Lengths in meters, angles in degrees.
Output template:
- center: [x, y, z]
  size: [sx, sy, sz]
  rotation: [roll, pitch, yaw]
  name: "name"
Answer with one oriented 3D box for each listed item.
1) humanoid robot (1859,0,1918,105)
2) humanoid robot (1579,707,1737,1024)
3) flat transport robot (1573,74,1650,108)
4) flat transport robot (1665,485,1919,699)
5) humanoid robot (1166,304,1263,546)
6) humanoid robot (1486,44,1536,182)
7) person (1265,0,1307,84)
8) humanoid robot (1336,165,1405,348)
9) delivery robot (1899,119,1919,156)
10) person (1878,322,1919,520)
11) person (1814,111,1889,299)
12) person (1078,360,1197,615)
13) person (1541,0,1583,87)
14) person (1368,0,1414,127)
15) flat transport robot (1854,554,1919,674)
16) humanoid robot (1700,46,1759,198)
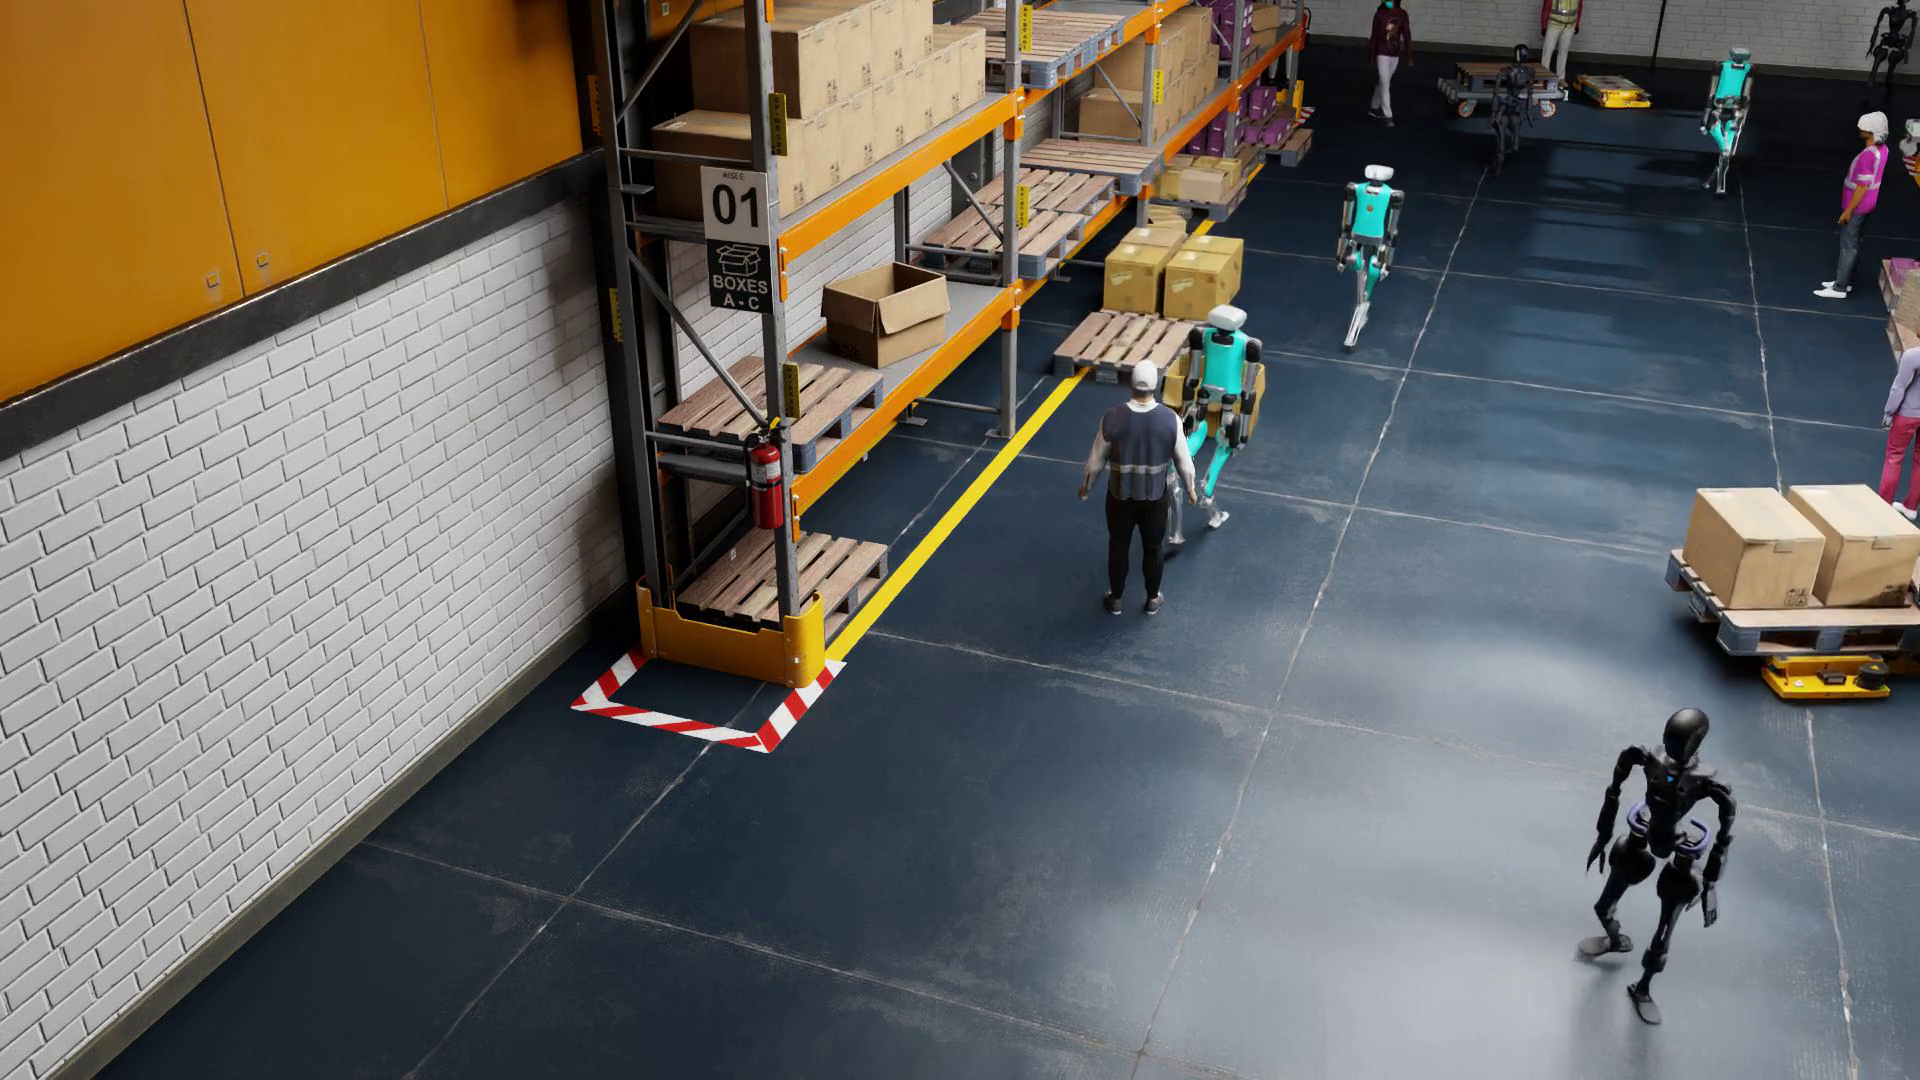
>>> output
- center: [13.529, -7.162, 24.165]
  size: [0.590, 1.651, 0.703]
  rotation: [24, 36, 39]
  name: "humanoid robot"
- center: [3.167, 1.406, 7.496]
  size: [0.610, 1.645, 0.483]
  rotation: [23, 35, 38]
  name: "humanoid robot"
- center: [9.657, -6.656, 24.660]
  size: [0.659, 0.231, 1.431]
  rotation: [0, 27, 0]
  name: "flat transport robot"
- center: [5.277, 0.568, 10.649]
  size: [0.659, 0.231, 1.431]
  rotation: [-1, 27, -1]
  name: "flat transport robot"
- center: [1.683, -0.693, 11.561]
  size: [0.540, 1.781, 1.031]
  rotation: [15, 31, 27]
  name: "humanoid robot"
- center: [6.720, -5.262, 20.418]
  size: [0.600, 1.638, 0.466]
  rotation: [-7, 28, -13]
  name: "humanoid robot"
- center: [4.951, -7.934, 25.321]
  size: [0.634, 1.937, 0.355]
  rotation: [5, 28, 9]
  name: "person"
- center: [3.774, -2.632, 15.282]
  size: [0.561, 1.740, 1.041]
  rotation: [12, 30, 23]
  name: "humanoid robot"
- center: [12.737, -5.286, 21.679]
  size: [0.762, 0.582, 0.499]
  rotation: [8, 28, 15]
  name: "delivery robot"
- center: [6.911, -0.905, 12.023]
  size: [0.498, 1.629, 0.288]
  rotation: [-3, 27, -6]
  name: "person"
- center: [8.854, -3.304, 16.436]
  size: [0.336, 1.847, 0.513]
  rotation: [22, 34, 36]
  name: "person"
- center: [1.150, -0.327, 10.756]
  size: [0.774, 1.757, 0.434]
  rotation: [2, 27, 3]
  name: "person"
- center: [9.077, -7.781, 25.141]
  size: [0.627, 1.838, 0.430]
  rotation: [-5, 28, -10]
  name: "person"
- center: [5.929, -6.726, 23.033]
  size: [0.514, 1.880, 0.981]
  rotation: [-6, 28, -11]
  name: "person"
- center: [6.429, 0.675, 10.441]
  size: [1.431, 0.231, 0.659]
  rotation: [7, 28, 13]
  name: "flat transport robot"
- center: [9.134, -4.887, 19.709]
  size: [0.546, 1.788, 1.054]
  rotation: [1, 27, 1]
  name: "humanoid robot"
